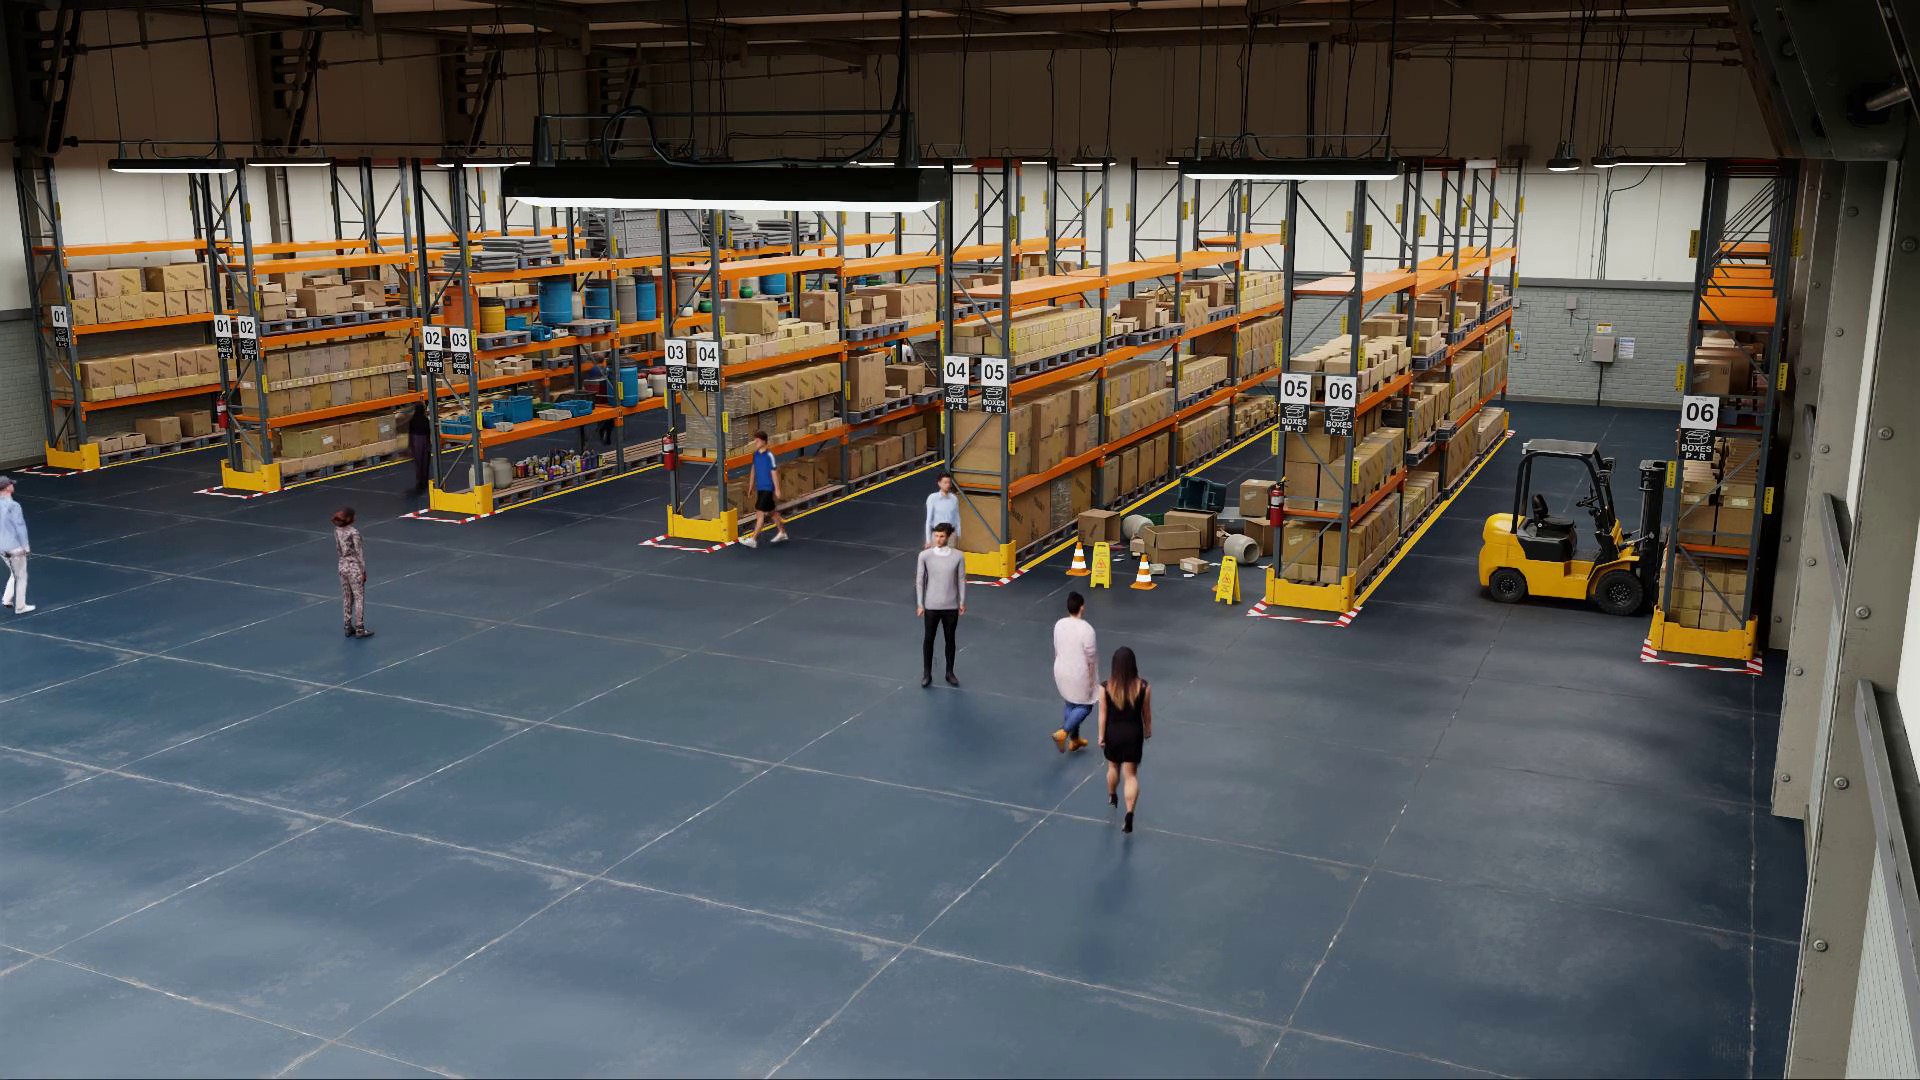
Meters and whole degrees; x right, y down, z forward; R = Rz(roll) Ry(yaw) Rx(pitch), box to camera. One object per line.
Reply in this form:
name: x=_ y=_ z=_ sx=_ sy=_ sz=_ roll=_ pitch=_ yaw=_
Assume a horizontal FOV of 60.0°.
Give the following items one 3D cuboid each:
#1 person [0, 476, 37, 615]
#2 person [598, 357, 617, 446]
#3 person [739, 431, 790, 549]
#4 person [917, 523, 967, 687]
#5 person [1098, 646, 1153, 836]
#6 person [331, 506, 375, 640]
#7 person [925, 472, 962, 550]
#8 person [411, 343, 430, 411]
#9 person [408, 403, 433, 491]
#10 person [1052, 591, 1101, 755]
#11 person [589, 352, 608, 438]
person: x=-12.741 y=0.090 z=22.212 sx=0.685 sy=1.878 sz=0.664 roll=4 pitch=14 yaw=18
person: x=-7.463 y=-2.972 z=35.542 sx=0.709 sy=1.830 sz=1.146 roll=5 pitch=14 yaw=20
person: x=-2.980 y=-0.789 z=26.153 sx=1.315 sy=1.812 sz=0.990 roll=-12 pitch=17 yaw=-41
person: x=-0.218 y=0.728 z=19.365 sx=0.834 sy=1.920 sz=0.828 roll=-1 pitch=13 yaw=-4
person: x=1.497 y=1.855 z=15.065 sx=0.944 sy=1.664 sz=1.177 roll=0 pitch=13 yaw=2
person: x=-7.777 y=0.399 z=21.244 sx=0.590 sy=1.714 sz=0.584 roll=8 pitch=15 yaw=30
person: x=-0.257 y=-0.035 z=22.858 sx=0.866 sy=1.830 sz=0.925 roll=-5 pitch=14 yaw=-22
person: x=-12.658 y=-3.755 z=39.058 sx=0.630 sy=1.770 sz=0.559 roll=4 pitch=14 yaw=18
person: x=-9.934 y=-1.711 z=30.584 sx=0.813 sy=1.609 sz=1.024 roll=0 pitch=13 yaw=2
person: x=1.131 y=1.379 z=16.982 sx=0.850 sy=1.726 sz=1.004 roll=12 pitch=18 yaw=42
person: x=-7.824 y=-3.145 z=36.298 sx=0.852 sy=1.827 sz=1.207 roll=2 pitch=13 yaw=10
